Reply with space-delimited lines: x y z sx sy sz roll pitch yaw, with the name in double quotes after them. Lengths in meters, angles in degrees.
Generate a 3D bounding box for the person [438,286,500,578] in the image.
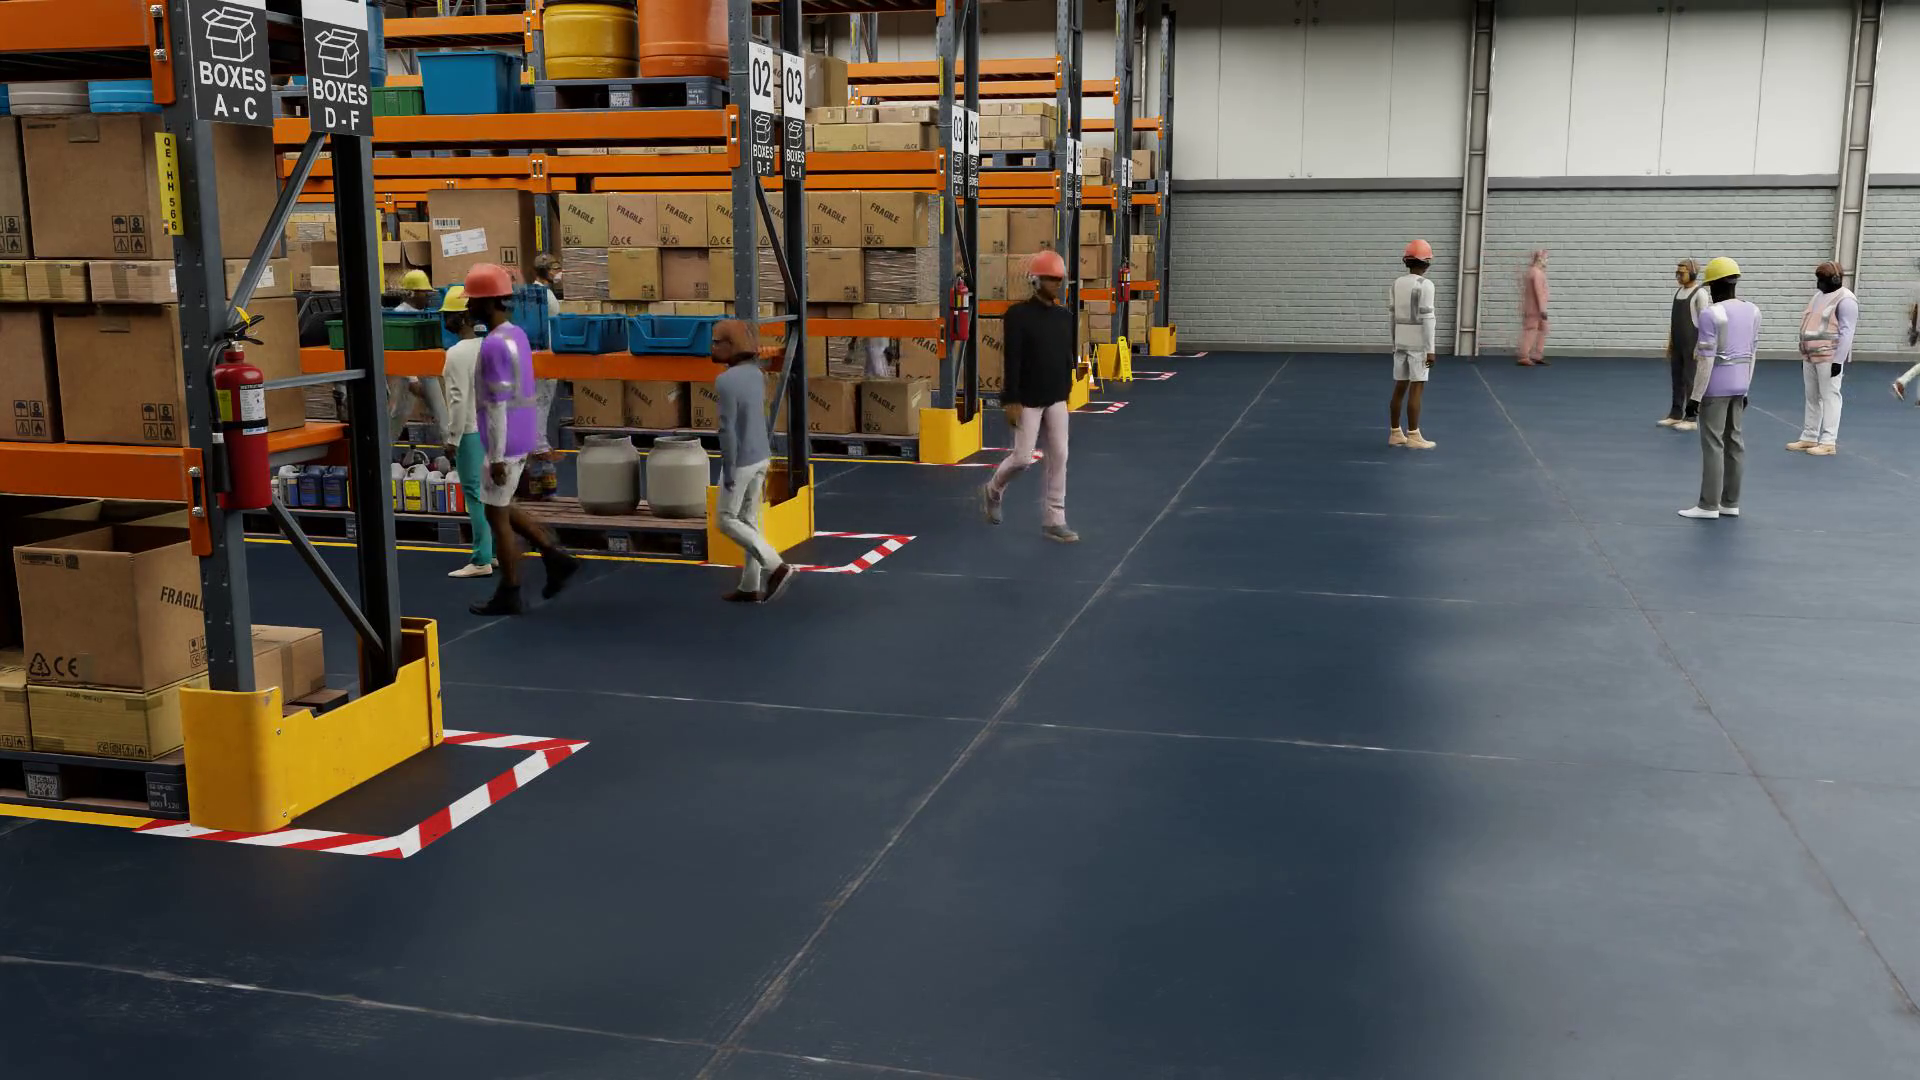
-2.974 -0.651 10.102 0.318 1.769 0.522 2 10 9 "person"

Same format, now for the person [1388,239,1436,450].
4.450 -1.904 16.273 0.369 2.044 0.615 -4 11 -22 "person"

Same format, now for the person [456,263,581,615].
-2.432 -0.535 9.032 0.518 1.920 0.568 0 10 0 "person"

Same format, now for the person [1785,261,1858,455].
8.258 -1.736 15.920 0.429 1.841 0.625 -1 10 -5 "person"

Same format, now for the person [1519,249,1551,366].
9.419 -3.753 26.949 0.663 1.881 0.664 3 11 14 "person"

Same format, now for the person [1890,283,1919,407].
11.805 -2.533 20.305 0.498 1.851 0.518 0 10 2 "person"

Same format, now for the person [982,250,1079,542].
0.493 -0.989 11.390 0.619 1.976 0.761 -7 12 -35 "person"

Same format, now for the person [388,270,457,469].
-4.809 -1.490 14.718 0.948 1.784 0.612 2 10 9 "person"

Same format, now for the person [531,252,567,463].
-3.823 -1.668 15.308 0.373 1.932 0.630 -2 10 -11 "person"

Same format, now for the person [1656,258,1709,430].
7.845 -2.113 17.991 0.328 1.842 0.516 -2 10 -12 "person"

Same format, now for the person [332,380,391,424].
-4.687 -1.268 12.977 0.369 1.963 0.608 3 11 18 "person"

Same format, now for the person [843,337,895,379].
-1.011 -2.001 17.388 0.948 1.825 0.533 5 11 25 "person"

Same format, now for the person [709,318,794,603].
-1.159 -0.419 9.251 0.435 1.617 0.519 4 11 22 "person"

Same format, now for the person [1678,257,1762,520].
5.561 -1.103 12.188 0.585 1.918 0.382 -5 11 -27 "person"
